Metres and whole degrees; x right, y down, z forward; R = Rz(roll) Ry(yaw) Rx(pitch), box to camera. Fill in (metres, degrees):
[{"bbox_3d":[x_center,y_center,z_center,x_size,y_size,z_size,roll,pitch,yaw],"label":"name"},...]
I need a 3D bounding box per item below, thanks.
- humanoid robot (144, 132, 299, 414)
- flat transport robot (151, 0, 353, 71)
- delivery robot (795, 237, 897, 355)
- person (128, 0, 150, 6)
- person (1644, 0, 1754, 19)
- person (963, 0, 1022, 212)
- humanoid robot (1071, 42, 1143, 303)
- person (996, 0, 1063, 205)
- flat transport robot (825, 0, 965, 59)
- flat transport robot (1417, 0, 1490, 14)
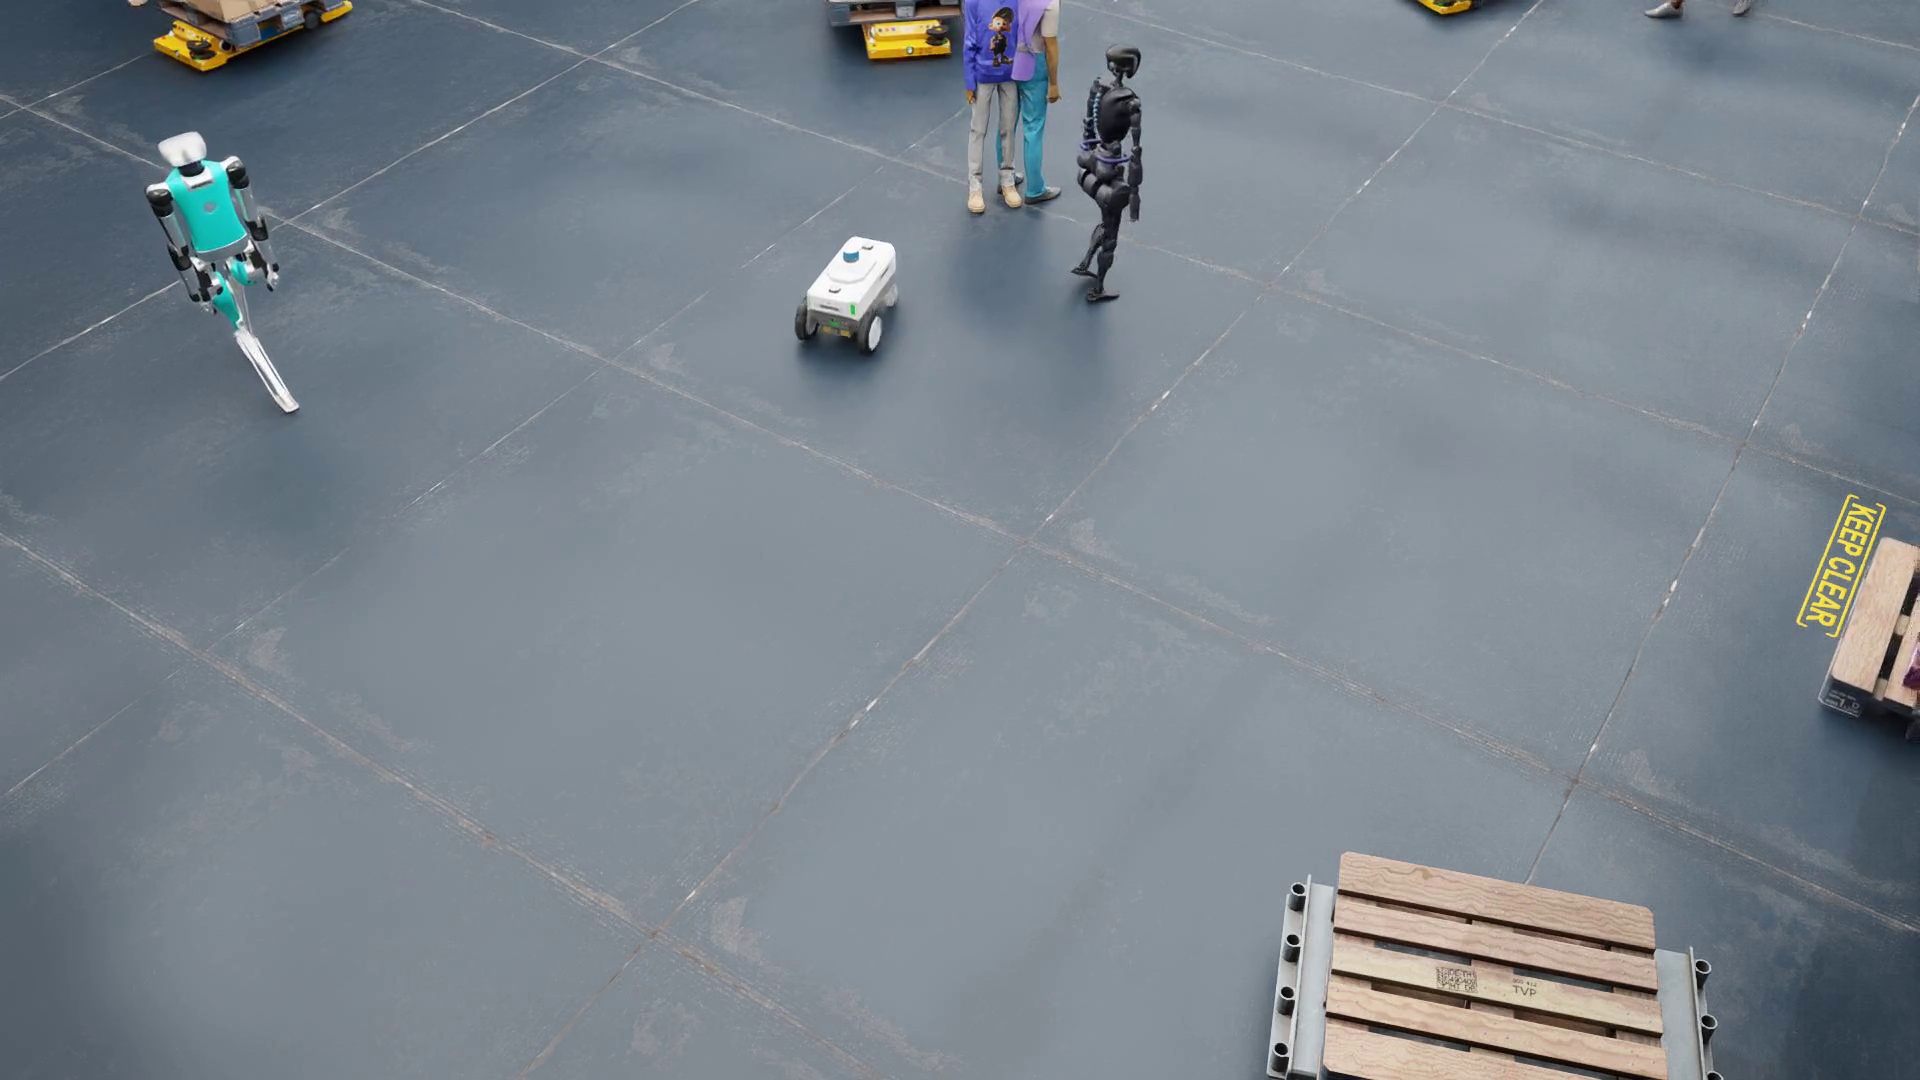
[{"bbox_3d":[-4.247,-1.595,9.504,0.548,1.769,1.039,-28,49,-27],"label":"humanoid robot"},{"bbox_3d":[-5.737,-4.223,13.505,0.659,0.231,1.431,27,48,27],"label":"flat transport robot"},{"bbox_3d":[-0.670,-1.539,10.291,0.499,0.600,0.802,14,44,15],"label":"delivery robot"},{"bbox_3d":[-6.750,-5.178,13.472,0.510,1.739,0.305,10,43,12],"label":"person"},{"bbox_3d":[6.156,-5.103,13.273,0.878,1.886,0.624,-11,43,-12],"label":"person"},{"bbox_3d":[0.250,-3.064,11.010,0.458,1.870,0.354,-9,43,-10],"label":"person"},{"bbox_3d":[0.918,-2.252,10.240,0.372,1.639,0.610,-21,46,-22],"label":"humanoid robot"},{"bbox_3d":[0.421,-3.124,11.091,0.563,1.846,0.397,33,51,31],"label":"person"},{"bbox_3d":[-0.507,-4.357,13.655,0.659,0.231,1.431,-6,42,-7],"label":"flat transport robot"},{"bbox_3d":[4.454,-4.808,14.160,1.431,0.231,0.659,-20,45,-21],"label":"flat transport robot"}]
